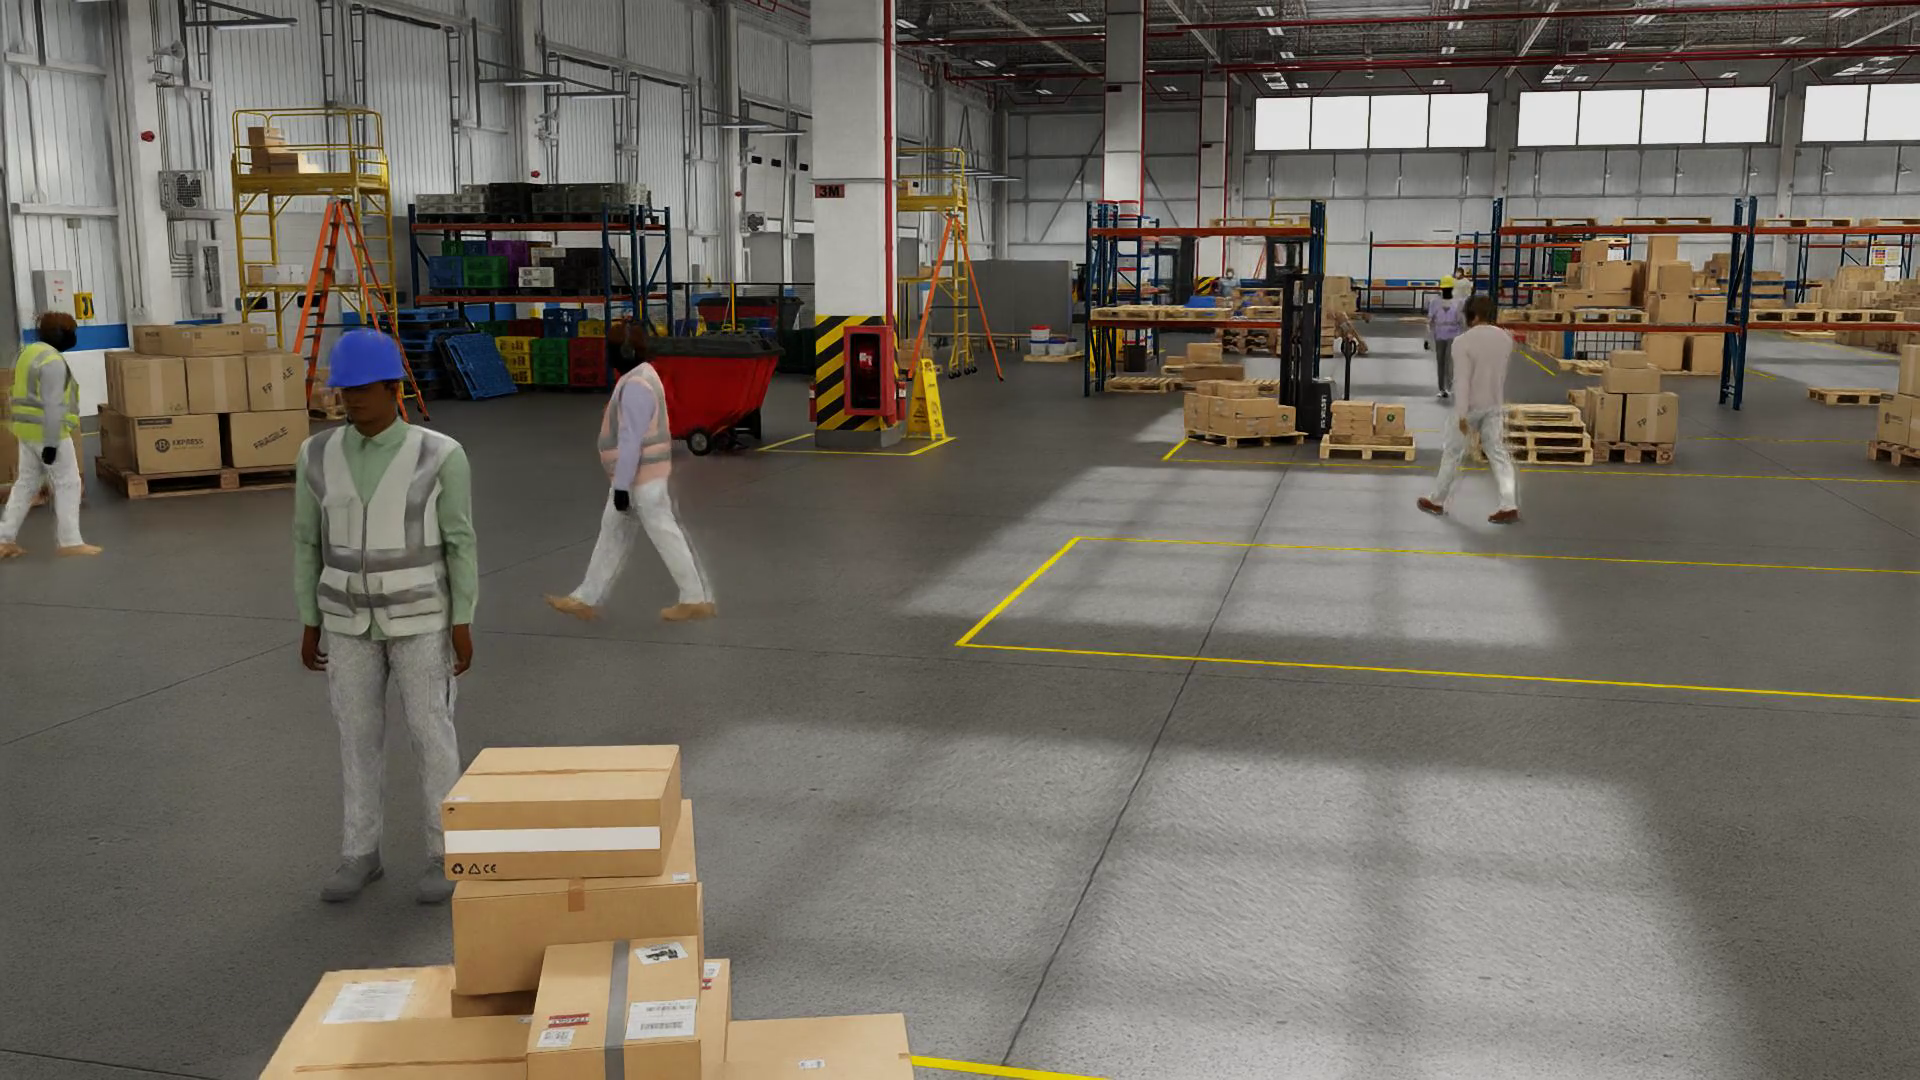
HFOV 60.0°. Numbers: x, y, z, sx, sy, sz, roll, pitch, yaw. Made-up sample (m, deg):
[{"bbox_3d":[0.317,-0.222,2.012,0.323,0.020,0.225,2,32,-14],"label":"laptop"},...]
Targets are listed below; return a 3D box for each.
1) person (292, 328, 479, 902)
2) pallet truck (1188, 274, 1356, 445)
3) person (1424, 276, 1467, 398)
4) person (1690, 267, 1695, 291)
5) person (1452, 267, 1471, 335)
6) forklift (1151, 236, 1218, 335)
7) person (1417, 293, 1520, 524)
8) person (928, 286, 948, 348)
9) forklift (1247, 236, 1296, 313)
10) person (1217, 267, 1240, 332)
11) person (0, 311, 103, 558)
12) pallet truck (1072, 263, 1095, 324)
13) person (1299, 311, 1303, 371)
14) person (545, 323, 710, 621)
[{"bbox_3d":[-1.933,0.263,5.596,0.615,1.945,0.404,0,10,3],"label":"person"},{"bbox_3d":[3.653,-2.138,19.590,1.885,1.965,0.823,-4,10,-20],"label":"pallet truck"},{"bbox_3d":[7.520,-3.135,25.812,0.618,1.875,0.975,5,11,26],"label":"person"},{"bbox_3d":[22.549,-7.551,51.760,0.962,1.903,0.555,-1,10,-5],"label":"person"},{"bbox_3d":[12.689,-5.977,42.366,0.372,1.940,0.631,-9,13,-42],"label":"person"},{"bbox_3d":[6.407,-7.191,46.742,1.873,2.768,1.129,2,10,14],"label":"forklift"},{"bbox_3d":[4.275,-1.085,13.754,0.638,1.890,1.039,-4,10,-23],"label":"person"},{"bbox_3d":[-0.449,-5.636,40.498,0.543,1.903,0.948,4,10,23],"label":"person"},{"bbox_3d":[9.519,-7.661,49.510,1.129,2.768,1.873,-5,11,-28],"label":"forklift"},{"bbox_3d":[7.470,-6.630,46.267,0.643,1.922,0.432,3,10,16],"label":"person"},{"bbox_3d":[-6.677,-0.738,11.986,0.643,1.800,0.691,9,13,42],"label":"person"},{"bbox_3d":[4.325,-8.180,55.162,0.823,1.965,1.885,6,11,31],"label":"pallet truck"},{"bbox_3d":[6.736,-4.102,31.920,0.485,1.739,0.319,-8,13,-40],"label":"person"},{"bbox_3d":[-1.963,-0.383,9.855,0.984,1.791,0.648,-2,10,-11],"label":"person"}]
